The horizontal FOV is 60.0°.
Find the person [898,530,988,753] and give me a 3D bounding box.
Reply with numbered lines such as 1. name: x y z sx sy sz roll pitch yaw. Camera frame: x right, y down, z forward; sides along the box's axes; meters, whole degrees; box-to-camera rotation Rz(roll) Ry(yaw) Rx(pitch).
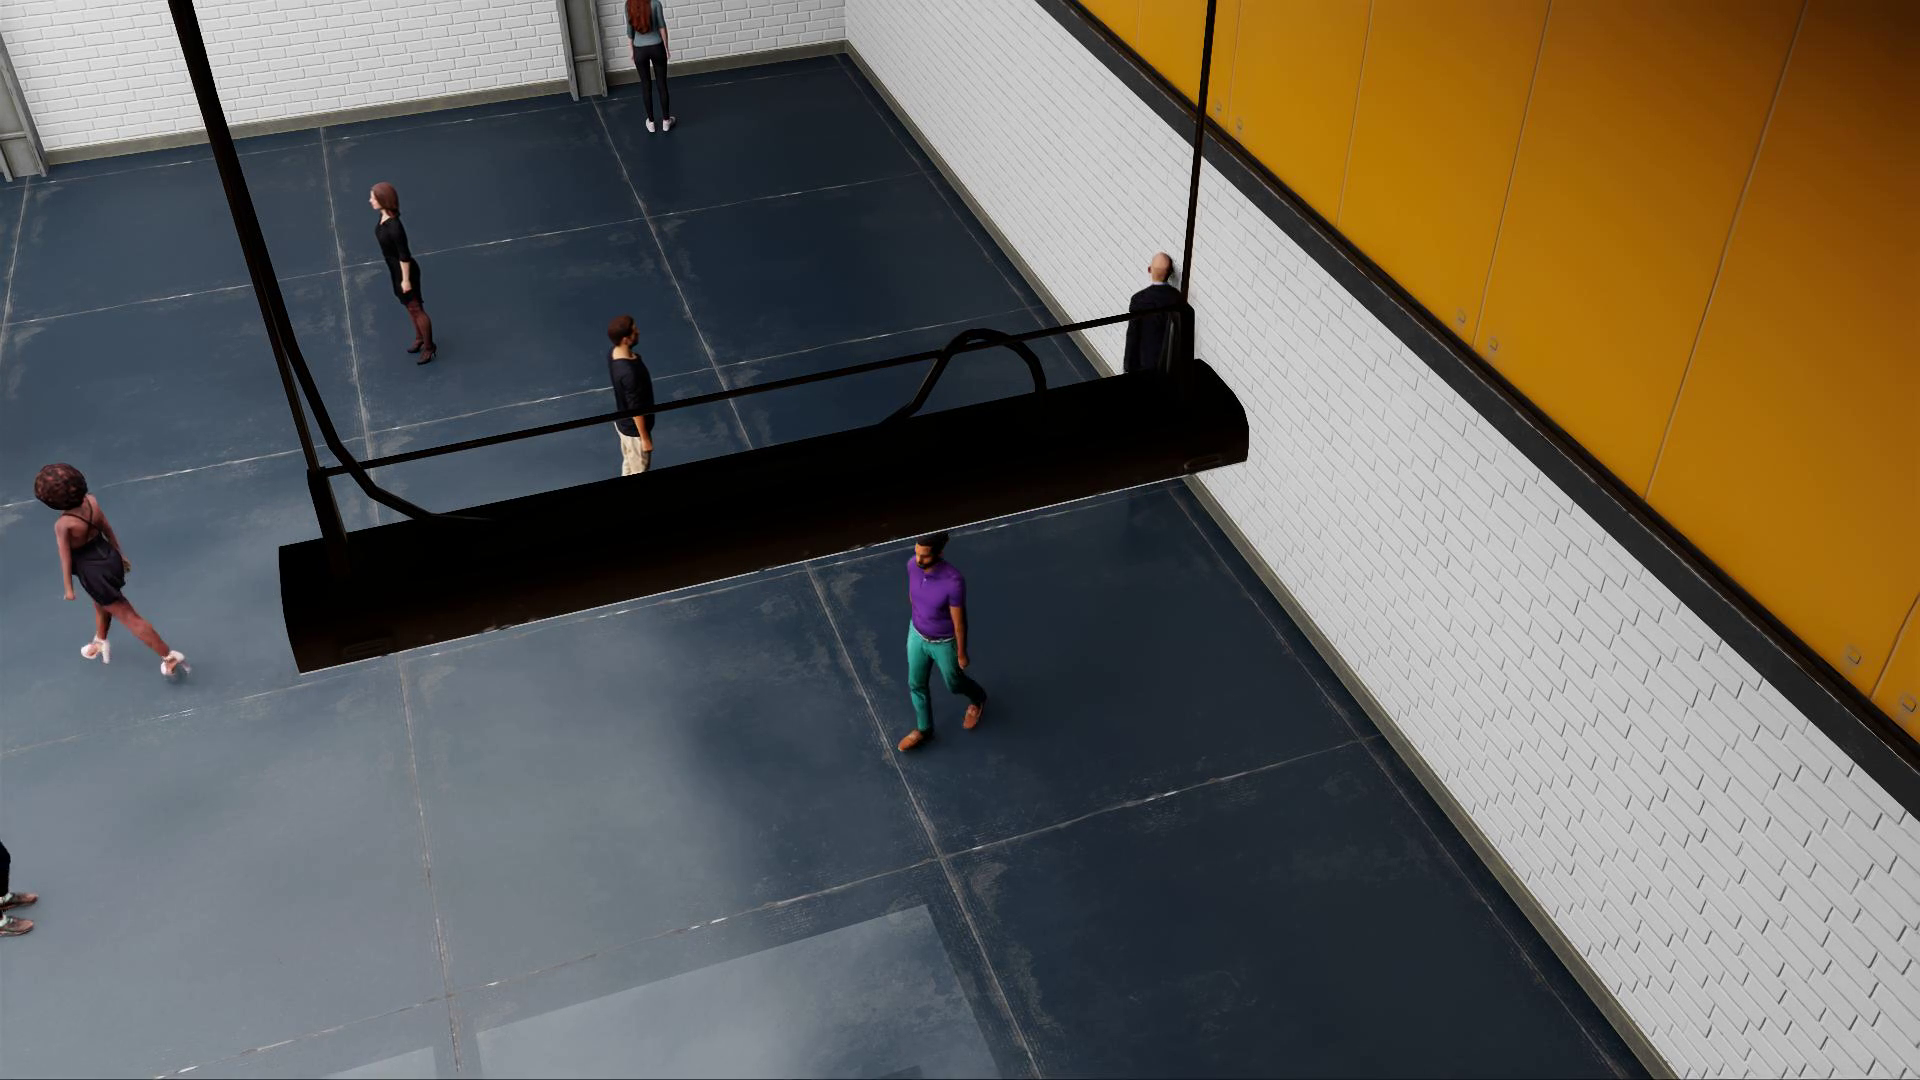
1. person: -0.085 0.600 10.706 0.894 1.744 1.024 26 45 28

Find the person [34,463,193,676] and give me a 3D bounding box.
1. person: -5.661 0.268 11.124 1.144 1.742 0.919 6 39 8

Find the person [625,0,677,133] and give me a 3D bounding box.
1. person: -3.385 -5.309 18.107 0.545 1.741 0.698 -3 39 -4

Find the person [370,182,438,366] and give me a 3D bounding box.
1. person: -4.805 -2.314 14.386 0.553 1.706 0.620 -20 43 -23

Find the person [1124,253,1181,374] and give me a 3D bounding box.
1. person: 1.558 -1.384 13.174 1.144 1.764 1.003 2 39 2

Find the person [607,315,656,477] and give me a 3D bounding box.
1. person: -2.445 -0.857 12.444 0.561 1.852 0.644 -15 41 -18
